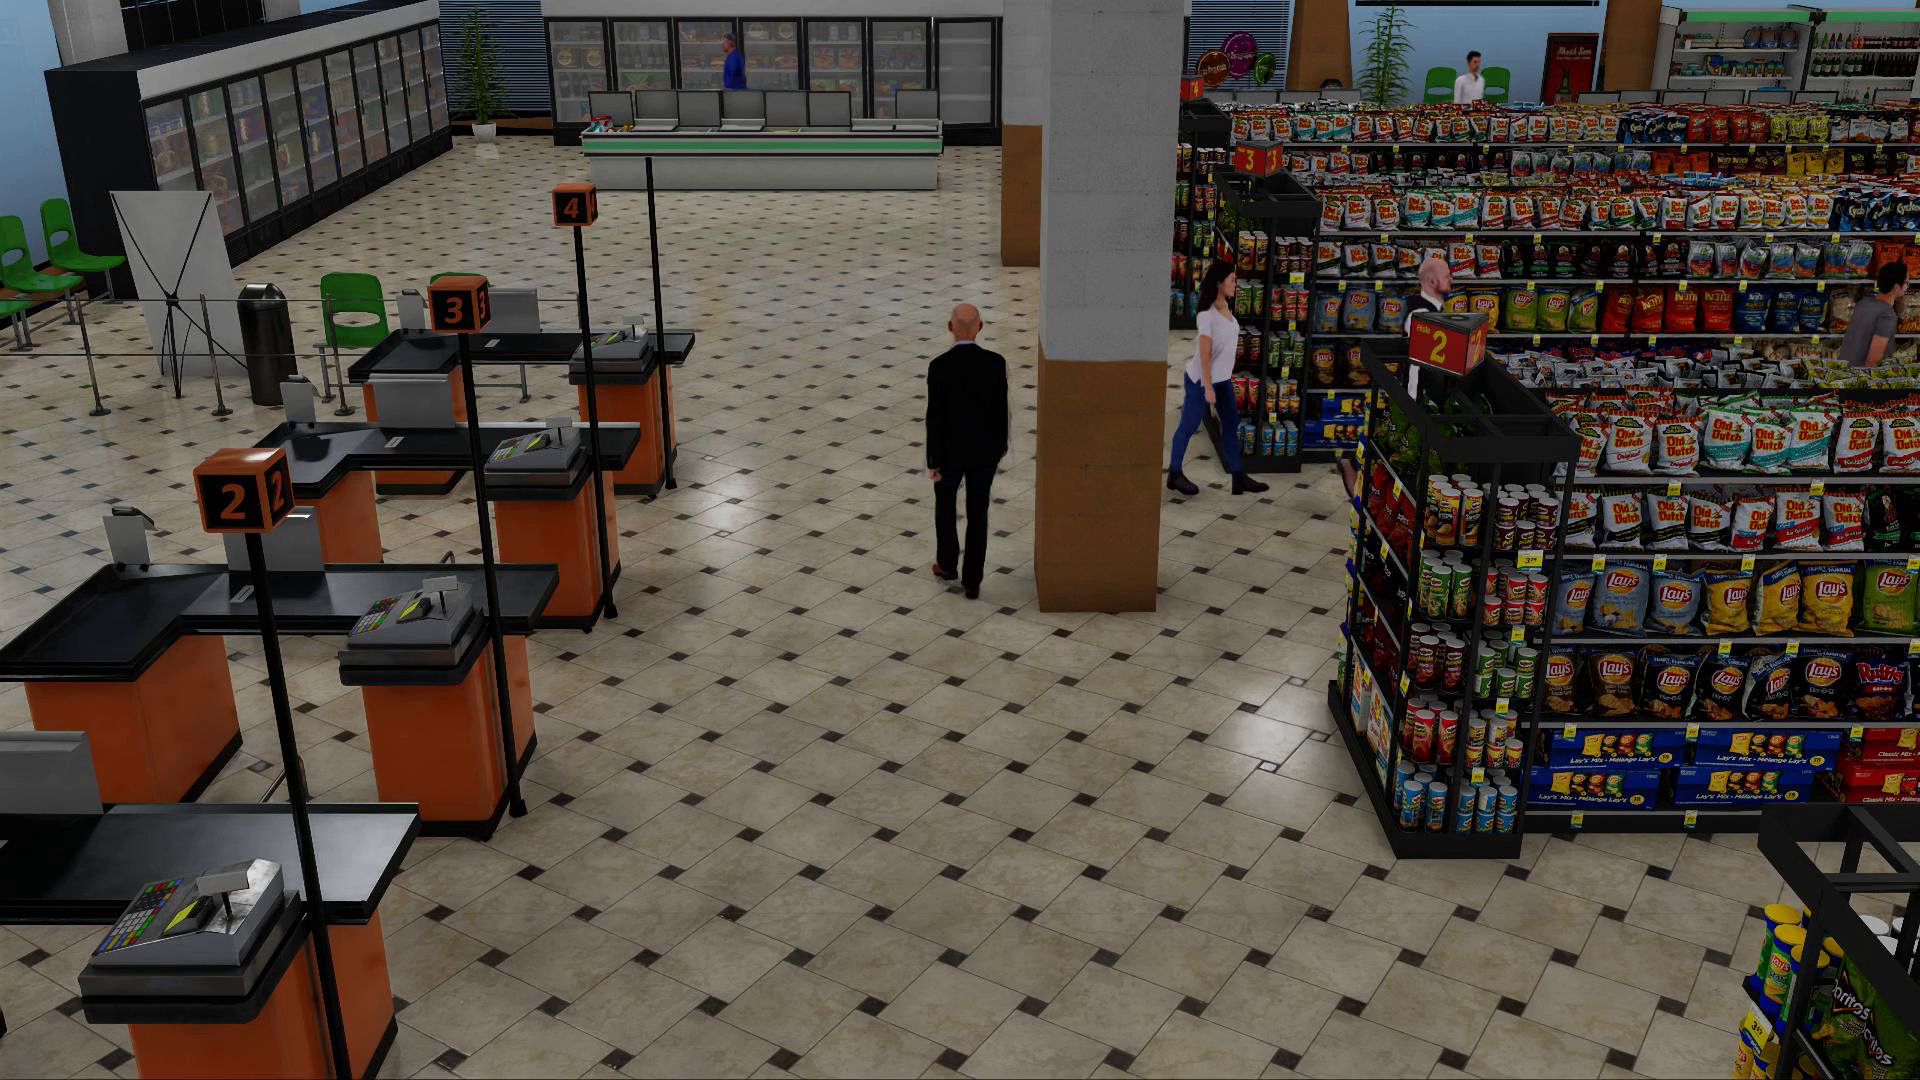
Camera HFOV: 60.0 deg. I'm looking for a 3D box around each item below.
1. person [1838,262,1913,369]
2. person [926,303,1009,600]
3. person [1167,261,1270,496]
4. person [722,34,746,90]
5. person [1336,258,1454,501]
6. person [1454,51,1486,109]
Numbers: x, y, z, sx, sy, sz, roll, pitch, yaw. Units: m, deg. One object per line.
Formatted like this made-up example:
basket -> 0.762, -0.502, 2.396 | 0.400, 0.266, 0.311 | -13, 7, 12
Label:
person -> 5.966, -1.011, 11.244 | 1.145, 1.724, 0.665 | -1, 22, -3
person -> 0.059, -0.495, 9.878 | 0.700, 1.784, 0.791 | -3, 22, -7
person -> 1.632, -1.085, 11.525 | 1.068, 1.653, 0.925 | 13, 25, 29
person -> -3.376, -6.862, 25.697 | 0.872, 1.805, 0.750 | -2, 22, -4
person -> 2.955, -0.964, 11.026 | 1.128, 1.800, 0.892 | 7, 23, 17
person -> 6.956, -5.805, 23.001 | 0.803, 1.853, 0.818 | -8, 23, -19
